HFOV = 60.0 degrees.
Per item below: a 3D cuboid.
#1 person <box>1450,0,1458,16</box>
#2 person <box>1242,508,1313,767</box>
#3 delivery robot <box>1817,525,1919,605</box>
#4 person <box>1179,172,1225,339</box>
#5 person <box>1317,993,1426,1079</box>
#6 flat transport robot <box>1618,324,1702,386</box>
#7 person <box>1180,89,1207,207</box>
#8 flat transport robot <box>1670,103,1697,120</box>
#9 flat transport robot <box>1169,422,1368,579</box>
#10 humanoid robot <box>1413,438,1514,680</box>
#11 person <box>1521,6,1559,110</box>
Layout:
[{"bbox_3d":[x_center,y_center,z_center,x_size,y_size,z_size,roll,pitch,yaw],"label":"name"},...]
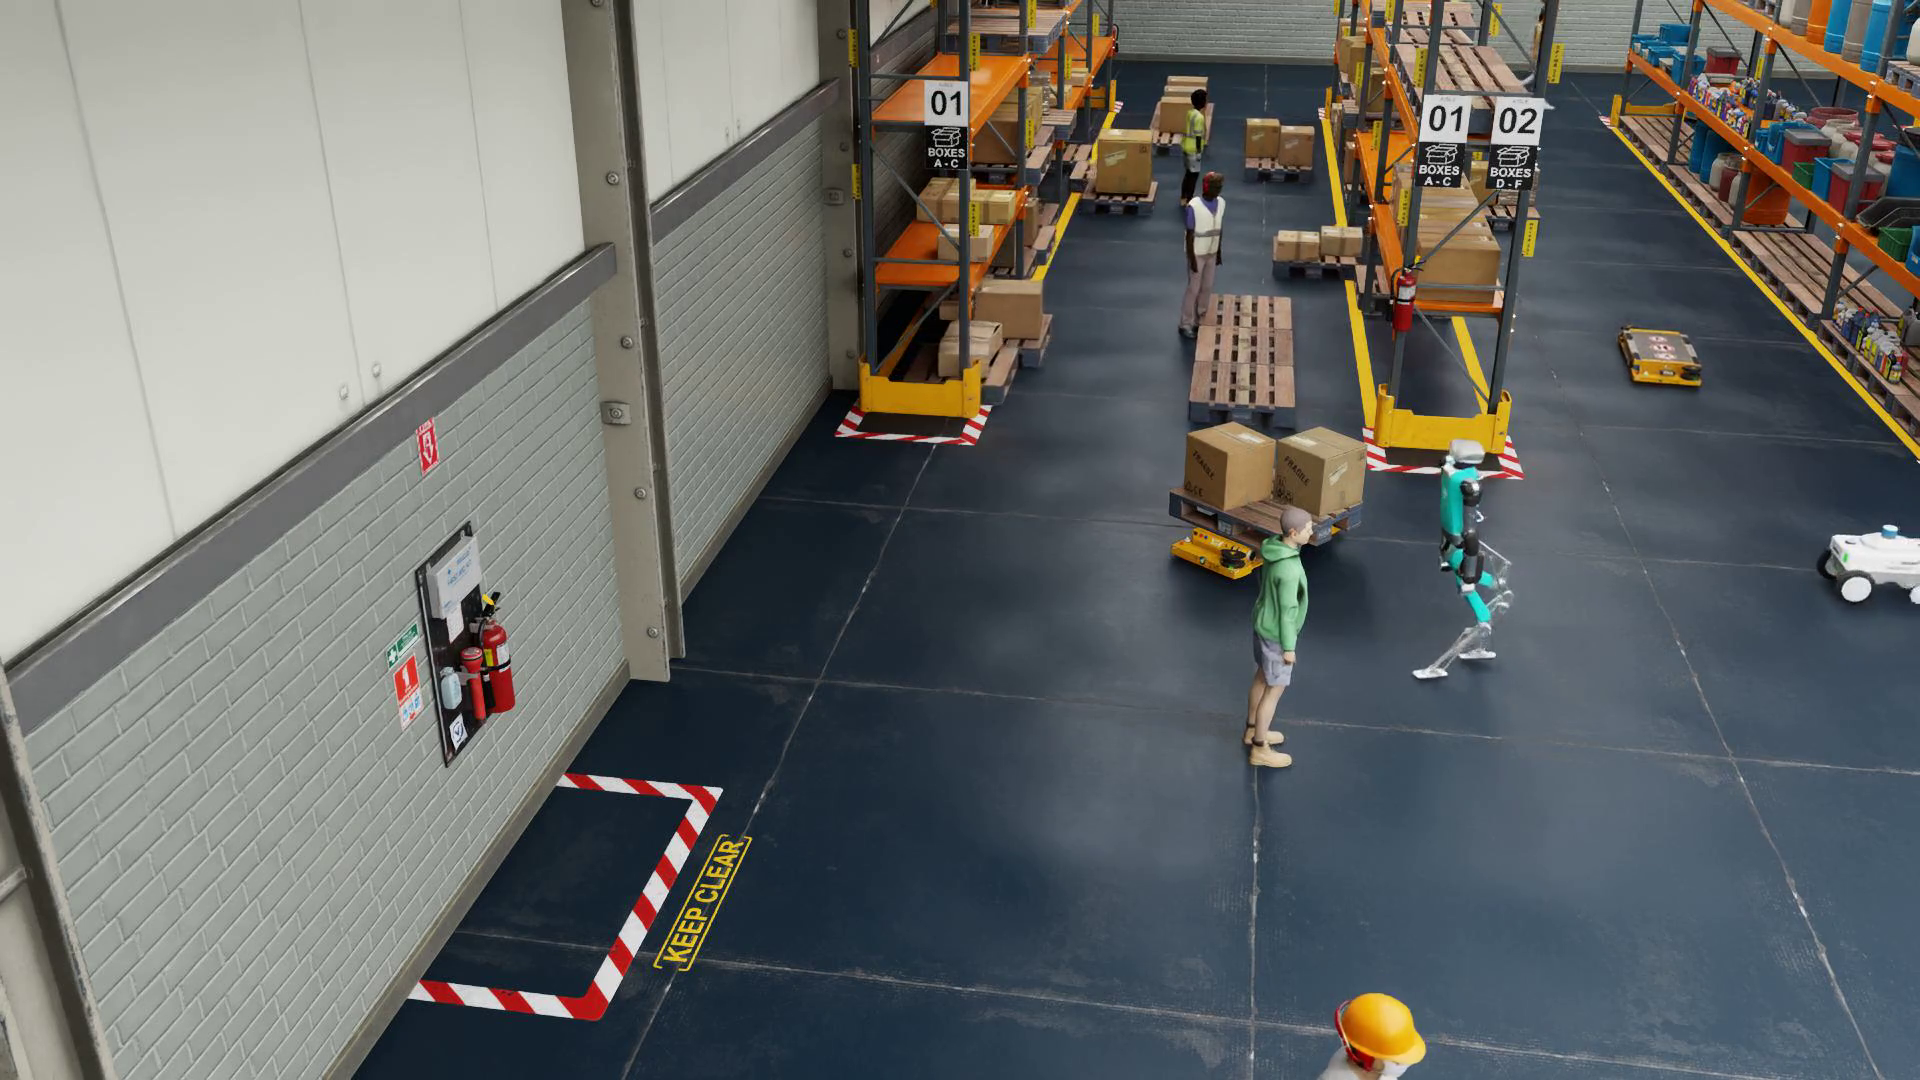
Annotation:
[{"bbox_3d":[9.326,-9.430,31.774,0.532,1.764,0.328,8,26,16],"label":"person"},{"bbox_3d":[1.970,0.595,10.360,0.315,1.734,0.478,-1,25,-2],"label":"person"},{"bbox_3d":[6.986,0.174,12.646,0.778,0.594,0.499,3,25,7],"label":"delivery robot"},{"bbox_3d":[2.652,-3.122,18.198,0.578,1.829,0.386,-19,31,-35],"label":"person"},{"bbox_3d":[1.451,2.449,6.208,0.398,1.887,0.570,16,29,31],"label":"person"},{"bbox_3d":[7.366,-1.949,17.528,0.659,0.231,1.431,6,26,13],"label":"flat transport robot"},{"bbox_3d":[3.293,-5.488,23.425,0.320,1.692,0.533,-3,25,-7],"label":"person"},{"bbox_3d":[13.299,-7.548,29.513,0.659,0.231,1.431,-8,26,-17],"label":"flat transport robot"},{"bbox_3d":[2.431,-0.065,13.497,1.431,0.231,0.659,-21,32,-37],"label":"flat transport robot"},{"bbox_3d":[3.584,0.145,11.342,0.882,1.775,0.547,-2,25,-5],"label":"humanoid robot"},{"bbox_3d":[10.560,-8.833,30.412,0.805,1.838,0.512,9,27,19],"label":"person"}]
